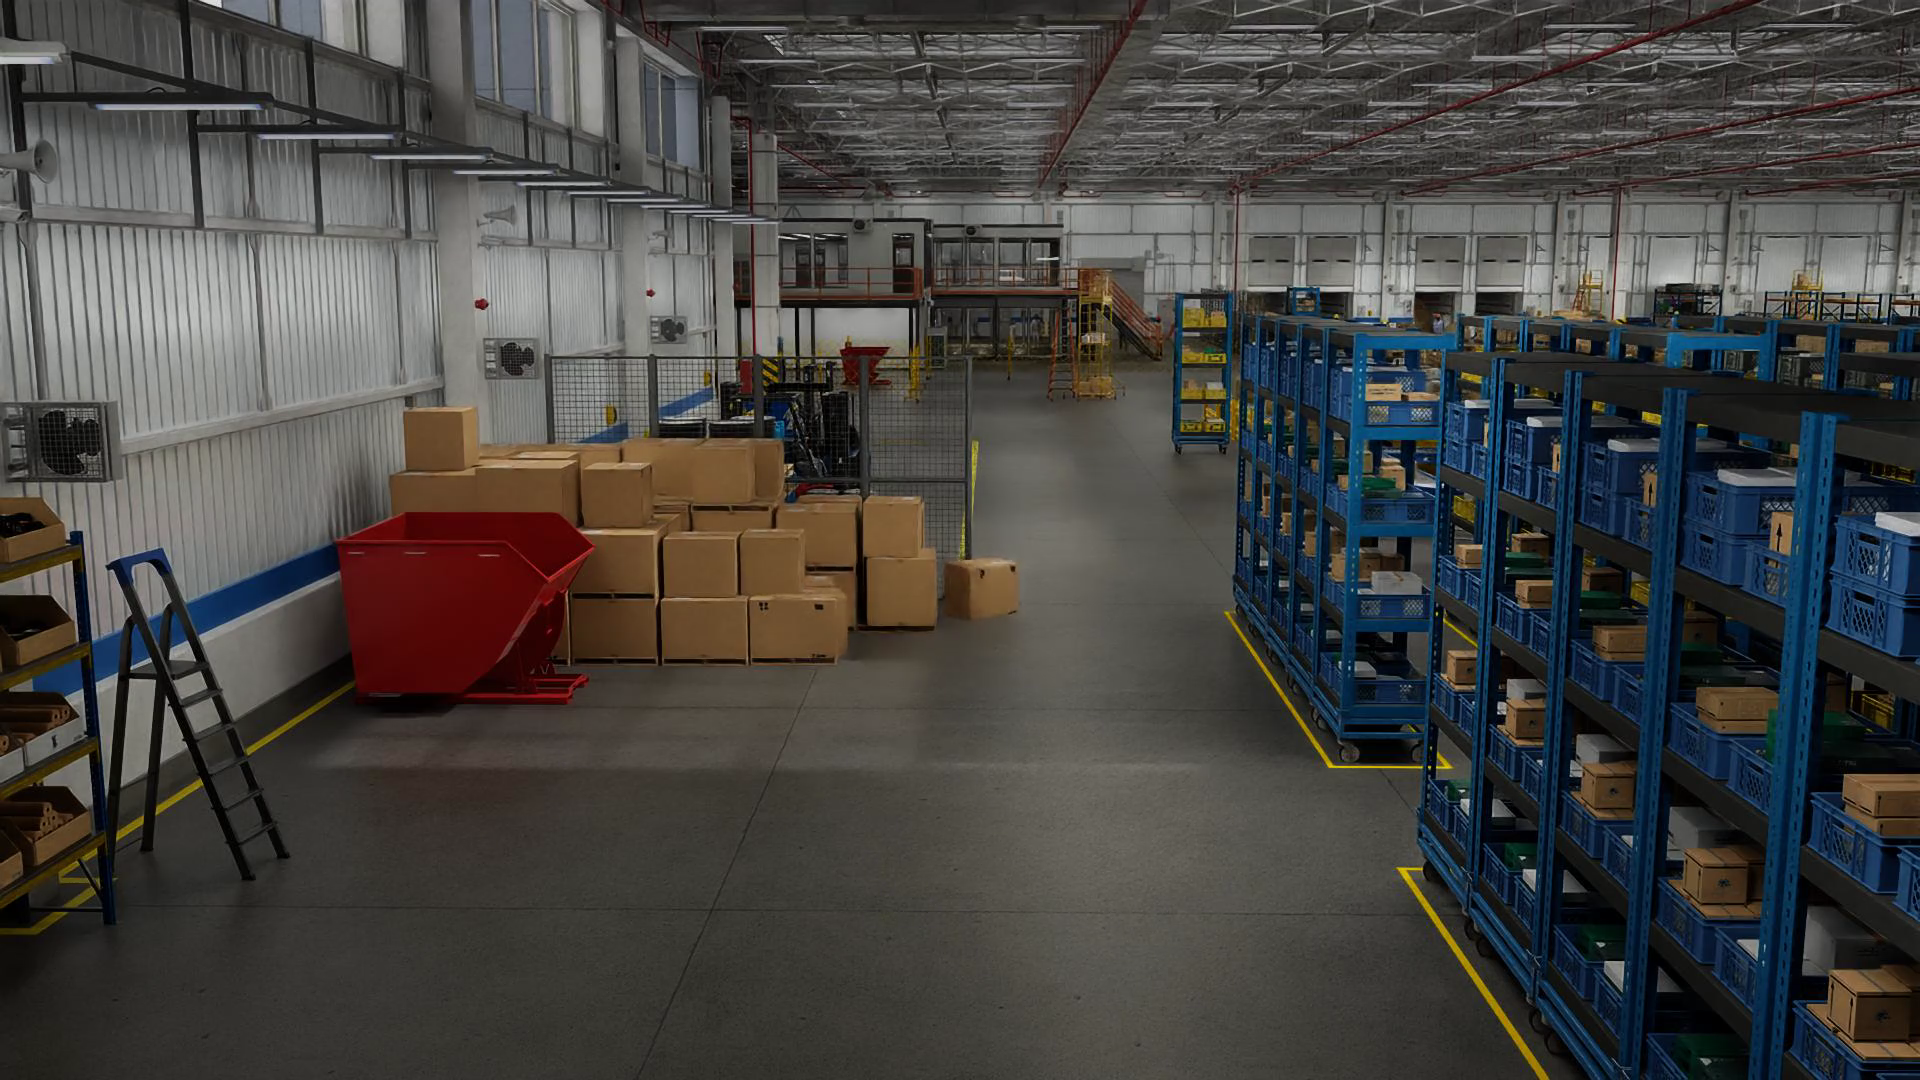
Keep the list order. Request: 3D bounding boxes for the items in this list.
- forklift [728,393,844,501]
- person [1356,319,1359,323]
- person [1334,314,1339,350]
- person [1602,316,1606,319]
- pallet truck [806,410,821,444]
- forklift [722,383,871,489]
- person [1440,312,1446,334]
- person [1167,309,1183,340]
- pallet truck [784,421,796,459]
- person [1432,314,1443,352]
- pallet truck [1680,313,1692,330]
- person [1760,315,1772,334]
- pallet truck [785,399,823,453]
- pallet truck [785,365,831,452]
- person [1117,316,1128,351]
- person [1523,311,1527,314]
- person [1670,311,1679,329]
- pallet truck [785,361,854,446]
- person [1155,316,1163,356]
[{"bbox_3d":[-2.979,-1.316,26.476,2.680,1.987,1.157,0,9,1],"label":"forklift"},{"bbox_3d":[18.198,-9.229,76.583,0.909,1.887,0.589,-7,12,-37],"label":"person"},{"bbox_3d":[18.771,-10.300,83.031,0.589,1.928,0.386,5,11,30],"label":"person"},{"bbox_3d":[31.709,-10.093,81.946,0.586,1.862,0.602,-6,11,-33],"label":"person"},{"bbox_3d":[-3.559,-2.018,33.905,1.522,1.261,0.704,0,9,-1],"label":"pallet truck"},{"bbox_3d":[-2.893,-1.687,28.729,2.680,1.987,1.157,0,9,-1],"label":"forklift"},{"bbox_3d":[26.791,-11.720,92.146,0.989,1.821,0.522,6,11,31],"label":"person"},{"bbox_3d":[12.702,-12.795,98.326,0.894,1.956,0.622,-4,10,-22],"label":"person"},{"bbox_3d":[-4.013,-1.793,32.705,1.601,1.201,0.680,0,9,1],"label":"pallet truck"},{"bbox_3d":[24.122,-10.466,84.024,0.354,1.939,0.544,-7,12,-38],"label":"person"},{"bbox_3d":[36.315,-10.531,84.244,0.823,1.965,1.885,-6,11,-33],"label":"pallet truck"},{"bbox_3d":[38.409,-9.714,79.067,0.535,2.000,0.702,-8,12,-40],"label":"person"},{"bbox_3d":[-3.814,-2.432,36.419,1.630,1.274,0.653,0,9,1],"label":"pallet truck"},{"bbox_3d":[-3.774,-2.976,37.635,1.885,1.965,0.823,1,9,5],"label":"pallet truck"},{"bbox_3d":[8.305,-10.536,84.823,0.515,1.832,0.478,-2,10,-14],"label":"person"},{"bbox_3d":[31.462,-11.757,92.218,0.542,1.864,0.587,-1,9,-4],"label":"person"},{"bbox_3d":[38.518,-11.356,89.545,0.362,1.928,0.587,-7,11,-37],"label":"person"},{"bbox_3d":[-3.410,-3.193,38.978,1.885,1.965,0.823,0,9,-1],"label":"pallet truck"},{"bbox_3d":[9.574,-9.832,80.113,0.375,1.939,0.546,-3,10,-20],"label":"person"}]
